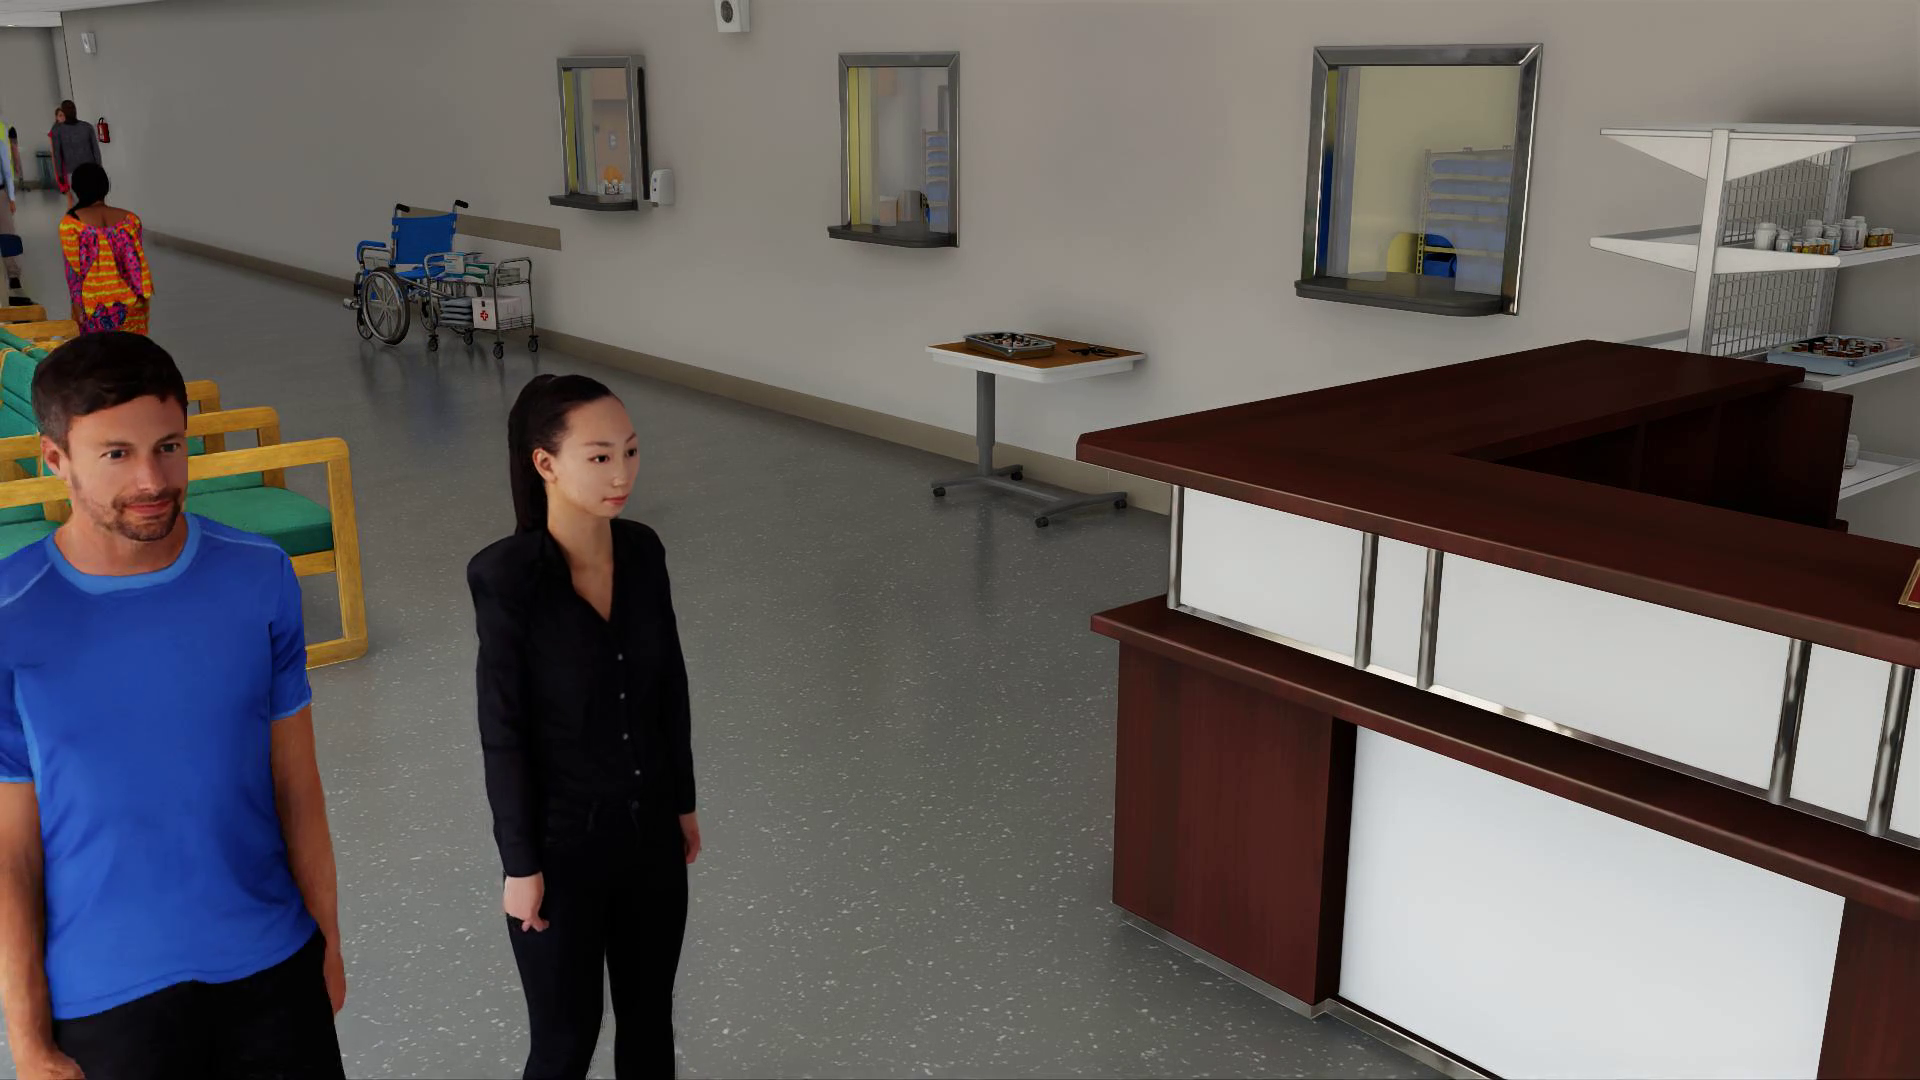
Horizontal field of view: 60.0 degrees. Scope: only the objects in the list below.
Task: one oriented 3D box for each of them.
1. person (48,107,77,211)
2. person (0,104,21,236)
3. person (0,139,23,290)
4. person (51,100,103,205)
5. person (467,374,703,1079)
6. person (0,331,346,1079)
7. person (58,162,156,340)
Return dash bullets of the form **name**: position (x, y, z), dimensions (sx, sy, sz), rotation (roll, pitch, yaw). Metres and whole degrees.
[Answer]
- **person**: position (-12.017, -4.955, 22.450), dimensions (0.802, 1.709, 0.640), rotation (-12, 20, -36)
- **person**: position (-12.583, -4.798, 21.732), dimensions (1.218, 1.797, 1.029), rotation (-9, 18, -29)
- **person**: position (-9.961, -3.501, 17.043), dimensions (0.734, 1.845, 0.827), rotation (-5, 17, -18)
- **person**: position (-11.266, -4.693, 21.297), dimensions (0.685, 1.830, 0.803), rotation (-11, 19, -34)
- **person**: position (-0.648, 0.548, 2.924), dimensions (0.667, 1.713, 0.481), rotation (13, 20, 38)
- **person**: position (-1.172, 0.608, 2.461), dimensions (0.859, 1.849, 0.705), rotation (-11, 19, -33)
- **person**: position (-5.182, -1.460, 10.142), dimensions (0.677, 1.662, 0.707), rotation (-15, 21, -42)
